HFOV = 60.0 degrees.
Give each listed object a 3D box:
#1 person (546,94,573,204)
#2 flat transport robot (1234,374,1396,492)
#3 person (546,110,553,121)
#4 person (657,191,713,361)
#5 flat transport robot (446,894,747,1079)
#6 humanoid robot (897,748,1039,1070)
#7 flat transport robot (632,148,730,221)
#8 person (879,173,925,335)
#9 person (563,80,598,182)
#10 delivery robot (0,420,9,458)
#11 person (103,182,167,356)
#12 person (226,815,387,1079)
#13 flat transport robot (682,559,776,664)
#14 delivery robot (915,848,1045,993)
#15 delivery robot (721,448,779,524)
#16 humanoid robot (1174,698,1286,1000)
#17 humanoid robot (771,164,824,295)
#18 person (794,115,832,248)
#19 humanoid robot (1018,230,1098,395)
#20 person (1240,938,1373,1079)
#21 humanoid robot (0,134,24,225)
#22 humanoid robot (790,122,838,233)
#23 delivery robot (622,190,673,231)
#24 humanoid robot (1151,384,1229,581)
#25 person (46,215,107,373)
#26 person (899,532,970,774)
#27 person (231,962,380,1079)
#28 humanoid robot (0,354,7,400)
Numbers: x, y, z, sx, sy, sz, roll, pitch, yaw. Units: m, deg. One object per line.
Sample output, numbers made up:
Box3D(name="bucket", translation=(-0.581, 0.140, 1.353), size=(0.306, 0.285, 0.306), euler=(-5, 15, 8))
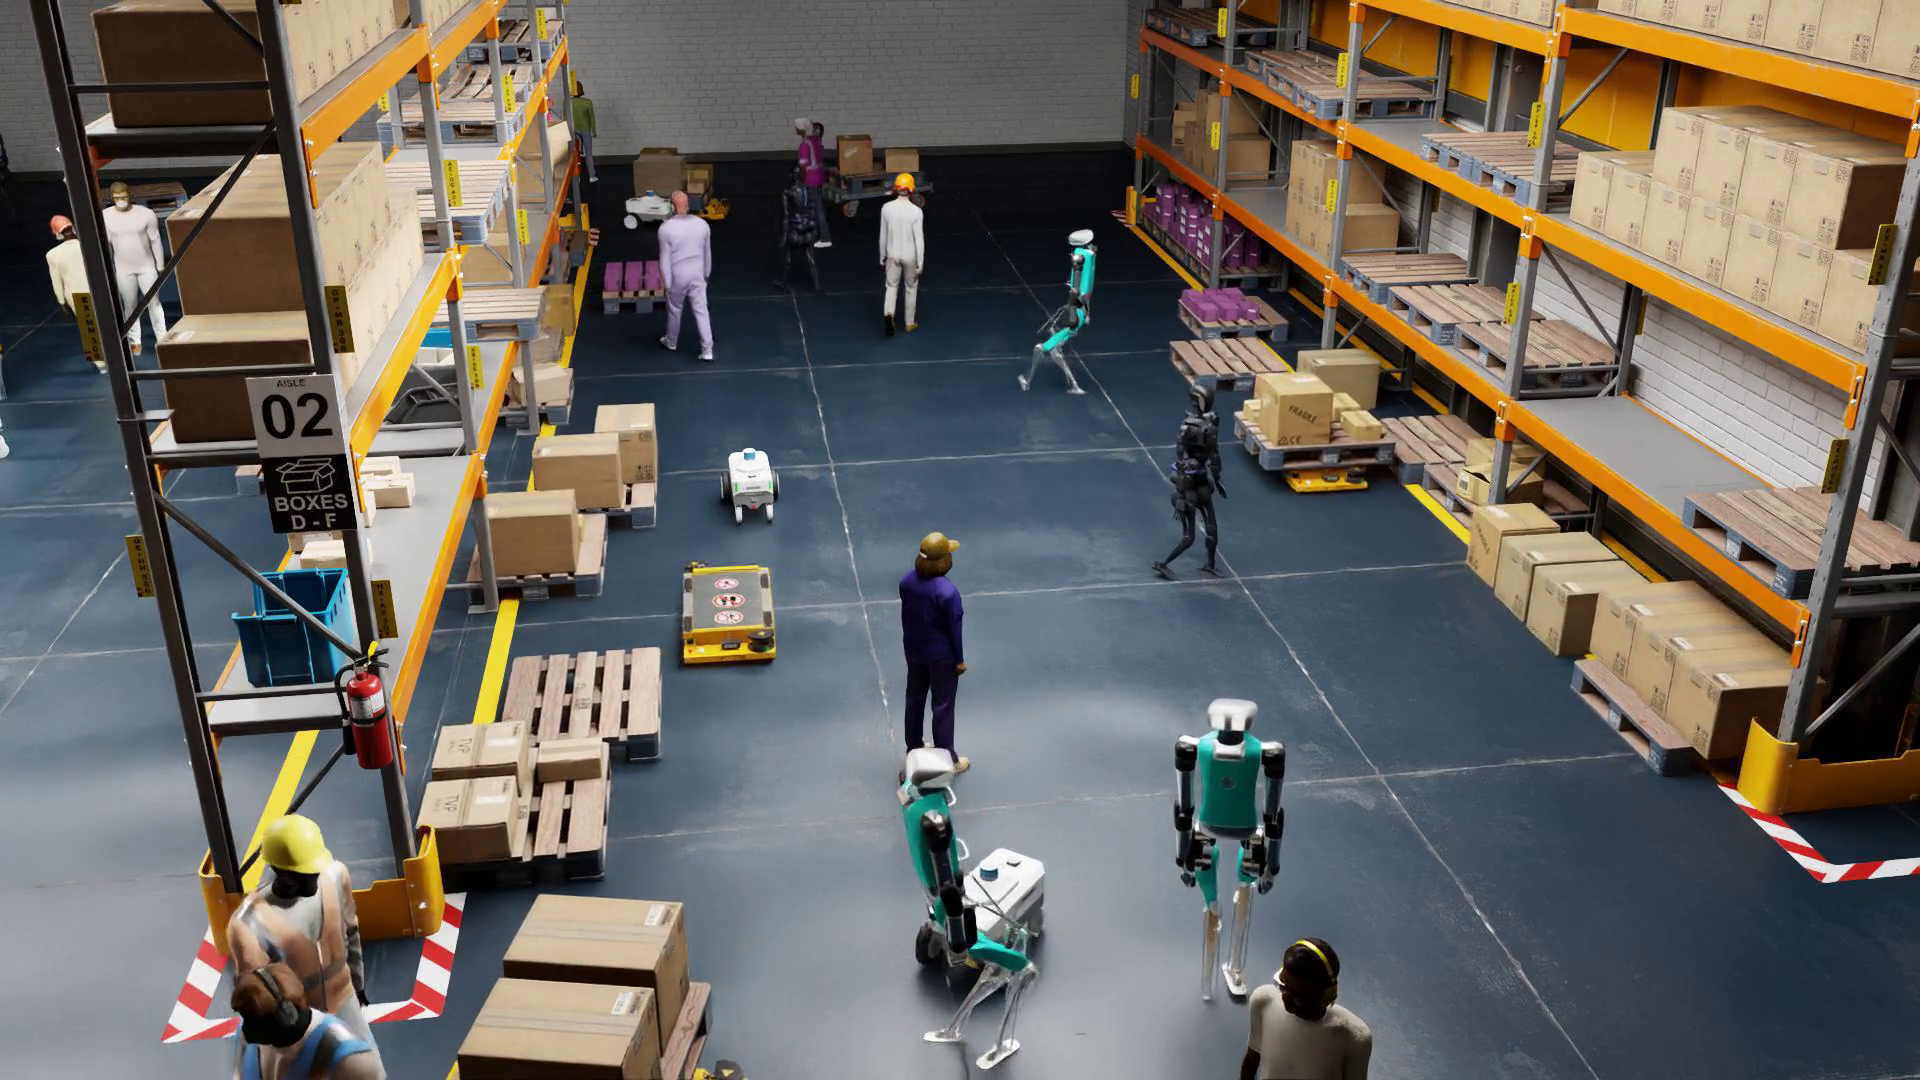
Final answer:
Box3D(name="person", translation=(-6.314, -6.038, 25.643), size=(0.563, 1.709, 0.618), euler=(0, 24, -1))
Box3D(name="flat transport robot", translation=(3.226, -0.789, 15.476), size=(0.659, 0.231, 1.431), euler=(-3, 24, -7))
Box3D(name="person", translation=(-6.398, -5.811, 24.961), size=(0.634, 1.841, 0.429), euler=(-2, 24, -5))
Box3D(name="person", translation=(-3.040, -2.923, 18.366), size=(0.662, 1.851, 1.013), euler=(-15, 28, -31))
Box3D(name="flat transport robot", translation=(-1.749, 2.649, 7.643), size=(1.431, 0.231, 0.659), euler=(2, 24, 5))
Box3D(name="humanoid robot", translation=(0.121, 1.735, 7.890), size=(0.832, 1.754, 0.535), euler=(-6, 25, -14))
Box3D(name="flat transport robot", translation=(-4.227, -4.989, 25.044), size=(1.431, 0.231, 0.659), euler=(0, 24, 1))
Box3D(name="person", translation=(-0.686, -3.265, 19.116), size=(0.570, 1.876, 0.709), euler=(5, 24, 11))
Box3D(name="person", translation=(-6.194, -6.666, 27.159), size=(0.506, 1.636, 0.276), euler=(-1, 24, -3))
Box3D(name="delivery robot", translation=(-9.390, -0.993, 15.578), size=(0.782, 0.589, 0.499), euler=(-16, 28, -32))
Box3D(name="person", translation=(-9.161, -3.016, 18.475), size=(0.634, 1.936, 0.353), euler=(-10, 26, -22))
Box3D(name="person", translation=(-2.687, 2.022, 7.039), size=(0.678, 1.905, 0.613), euler=(17, 29, 34))
Box3D(name="flat transport robot", translation=(-1.746, 0.518, 12.498), size=(0.659, 0.231, 1.431), euler=(-3, 24, -8))
Box3D(name="delivery robot", translation=(0.142, 1.985, 8.819), size=(0.499, 0.611, 0.811), euler=(14, 27, 29))
Box3D(name="delivery robot", translation=(-1.821, -0.506, 14.476), size=(0.499, 0.595, 0.792), euler=(-4, 24, -10))
Box3D(name="humanoid robot", translation=(1.349, 1.536, 8.394), size=(0.553, 1.836, 0.688), euler=(5, 24, 11))
Box3D(name="humanoid robot", translation=(-2.031, -3.901, 20.852), size=(0.750, 1.625, 0.609), euler=(18, 30, 36))
Box3D(name="person", translation=(-2.157, -4.969, 23.075), size=(0.832, 1.811, 0.550), euler=(7, 25, 15))
Box3D(name="humanoid robot", translation=(0.969, -2.329, 17.225), size=(0.877, 1.825, 0.545), euler=(9, 25, 20))
Box3D(name="person", translation=(1.295, 2.311, 6.430), size=(0.521, 1.865, 0.315), euler=(14, 27, 29))
Box3D(name="humanoid robot", translation=(-14.173, -5.422, 24.333), size=(0.631, 1.629, 0.609), euler=(10, 25, 21))
Box3D(name="humanoid robot", translation=(-2.135, -5.134, 23.671), size=(0.640, 1.622, 0.609), euler=(5, 24, 12))
Box3D(name="delivery robot", translation=(-4.500, -4.801, 24.245), size=(0.765, 0.583, 0.499), euler=(4, 24, 10))
Box3D(name="humanoid robot", translation=(1.829, -0.451, 12.983), size=(0.494, 1.628, 0.587), euler=(19, 30, 36))
Box3D(name="person", translation=(-9.397, -2.639, 17.881), size=(0.604, 1.716, 0.370), euler=(-13, 27, -28))
Box3D(name="person", translation=(-0.152, 0.699, 10.395), size=(0.464, 1.622, 0.347), euler=(19, 30, 37))
Box3D(name="person", translation=(-2.481, 2.415, 6.277), size=(0.650, 1.815, 0.571), euler=(11, 26, 24))
Box3D(name="humanoid robot", translation=(-10.094, -2.222, 16.974), size=(0.530, 1.833, 0.676), euler=(-2, 24, -5))
